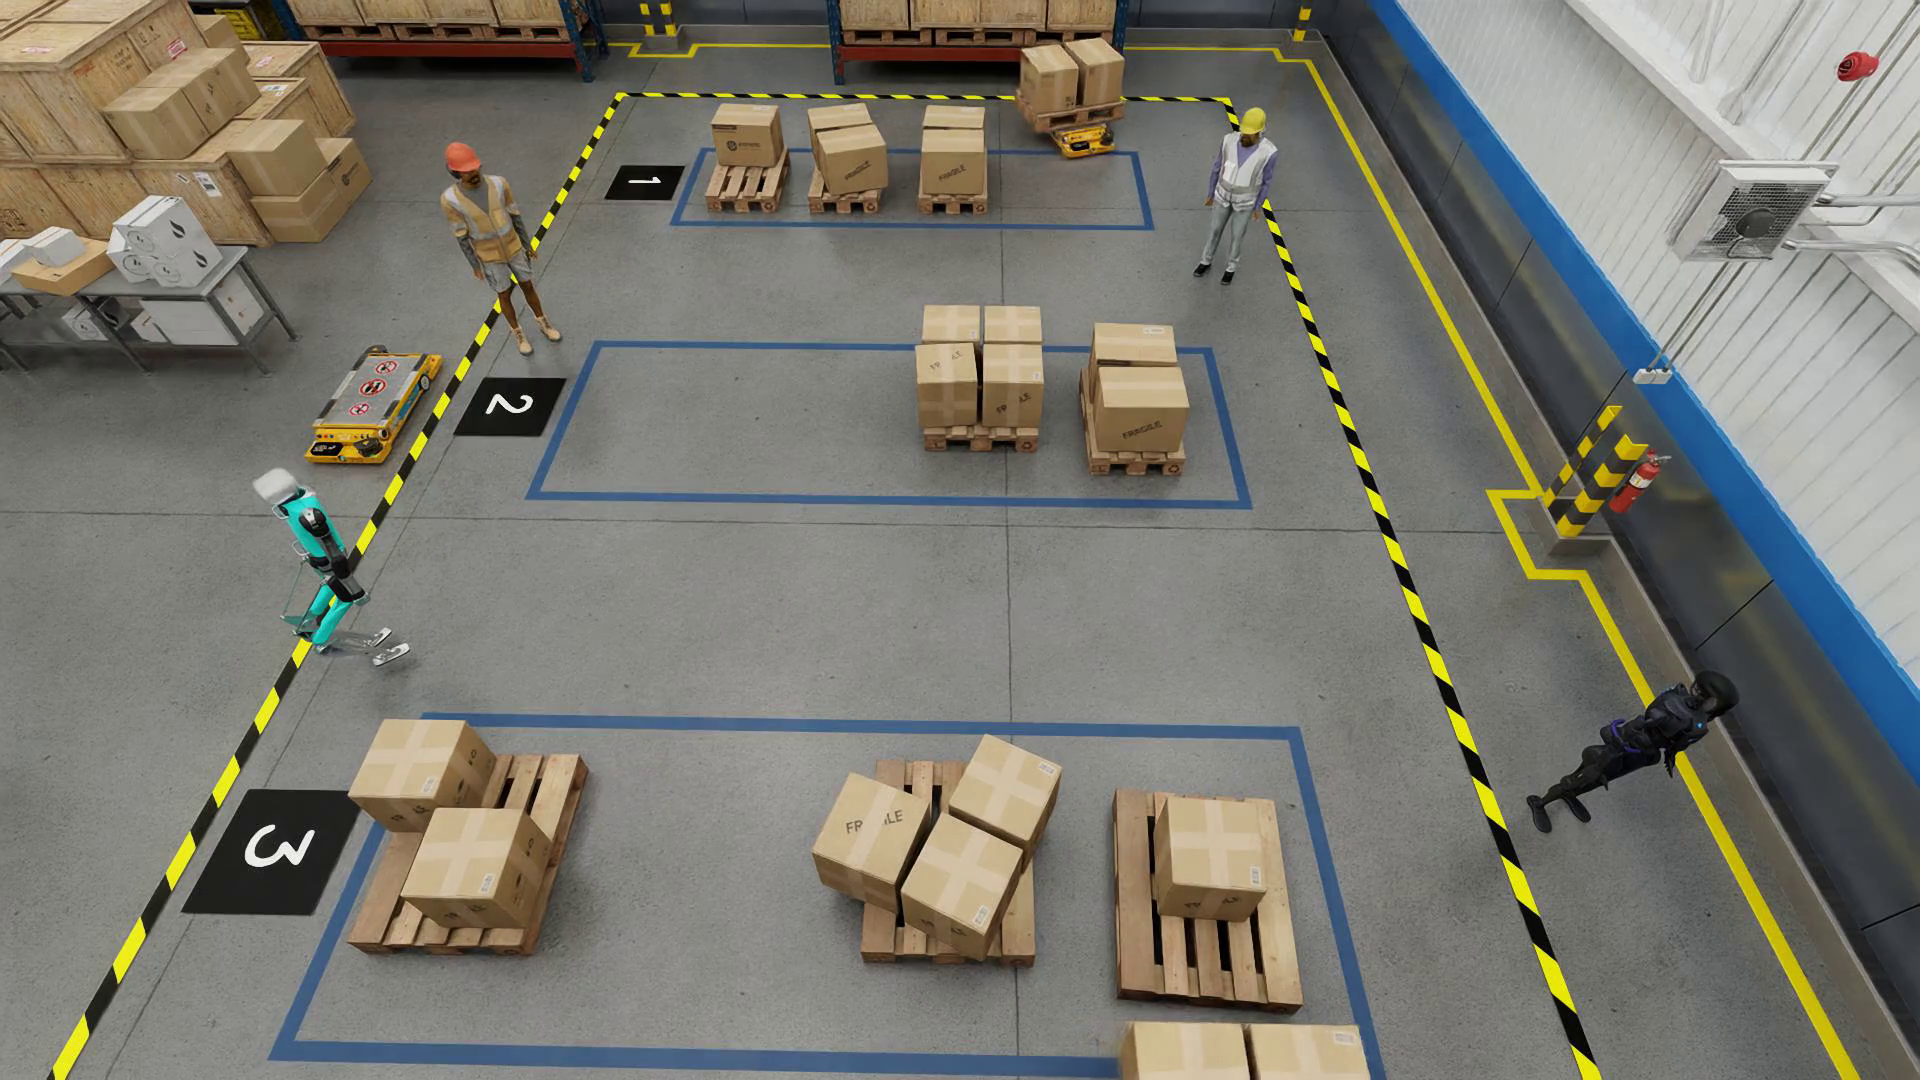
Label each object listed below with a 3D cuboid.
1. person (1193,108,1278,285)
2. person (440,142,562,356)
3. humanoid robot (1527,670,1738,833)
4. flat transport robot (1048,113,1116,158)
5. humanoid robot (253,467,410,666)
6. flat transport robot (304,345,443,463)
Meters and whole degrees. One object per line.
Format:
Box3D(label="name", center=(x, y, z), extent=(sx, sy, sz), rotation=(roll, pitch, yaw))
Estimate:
Box3D(label="person", center=(2.780, -3.454, 9.266), extent=(0.599, 1.827, 0.404), rotation=(25, 54, 20))
Box3D(label="person", center=(-4.236, -2.658, 8.452), extent=(0.611, 2.047, 0.361), rotation=(-35, 58, -26))
Box3D(label="humanoid robot", center=(3.949, 1.252, 5.377), extent=(0.599, 1.655, 0.315), rotation=(-8, 50, -7))
Box3D(label="flat transport robot", center=(1.430, -5.457, 11.967), extent=(0.652, 0.197, 1.431), rotation=(-15, 51, -13))
Box3D(label="humanoid robot", center=(-4.299, 0.302, 6.059), extent=(0.533, 1.681, 0.735), rotation=(34, 58, 25))
Box3D(label="flat transport robot", center=(-5.383, -1.269, 8.441), extent=(0.659, 0.231, 1.431), rotation=(1, 50, 1))
